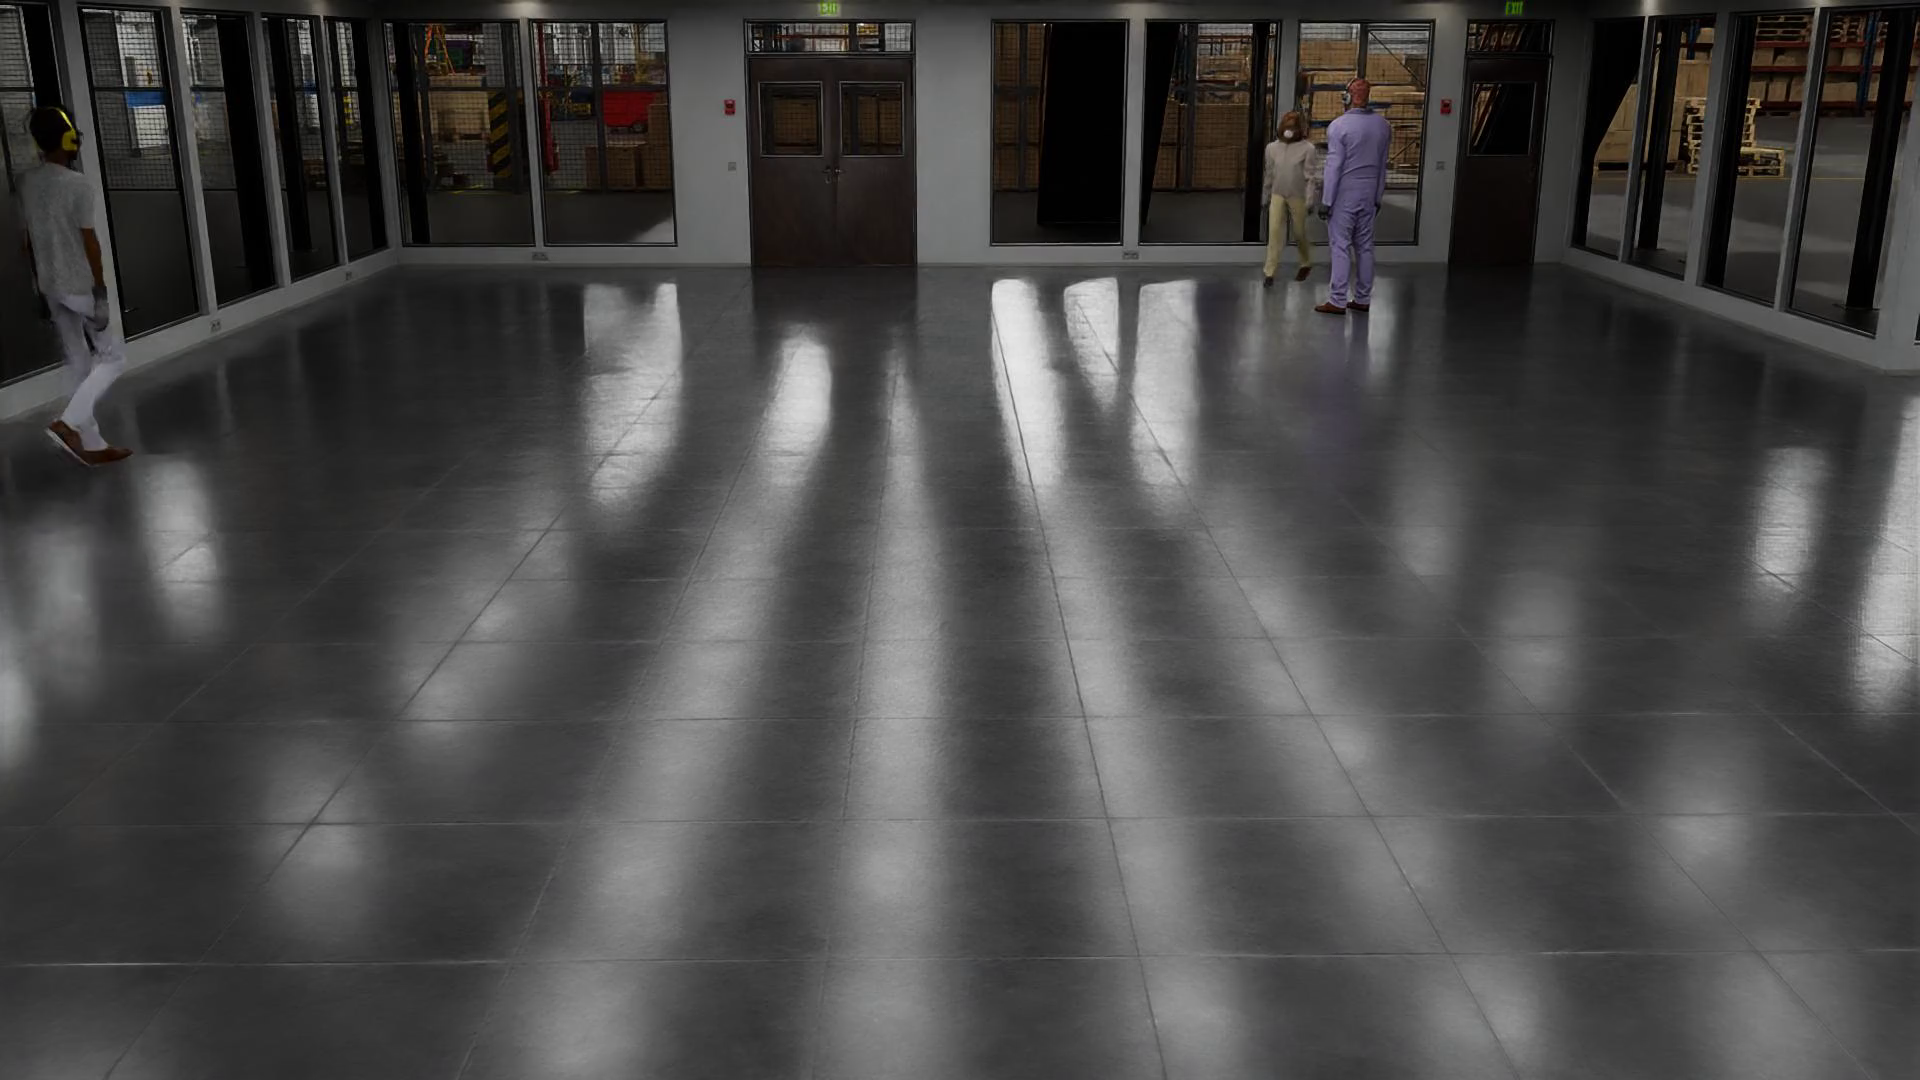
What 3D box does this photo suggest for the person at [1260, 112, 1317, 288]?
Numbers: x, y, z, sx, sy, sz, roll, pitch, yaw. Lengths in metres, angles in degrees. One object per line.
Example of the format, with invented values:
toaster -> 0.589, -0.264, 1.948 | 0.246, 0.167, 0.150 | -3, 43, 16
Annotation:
person -> 3.054, -3.157, 15.403 | 0.542, 1.589, 0.850 | 9, 18, 27

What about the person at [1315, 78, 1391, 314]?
person -> 3.212, -2.824, 13.714 | 0.651, 1.906, 0.403 | -10, 19, -30

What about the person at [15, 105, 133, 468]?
person -> -4.565, -1.256, 8.473 | 0.514, 1.859, 0.505 | 5, 17, 17
